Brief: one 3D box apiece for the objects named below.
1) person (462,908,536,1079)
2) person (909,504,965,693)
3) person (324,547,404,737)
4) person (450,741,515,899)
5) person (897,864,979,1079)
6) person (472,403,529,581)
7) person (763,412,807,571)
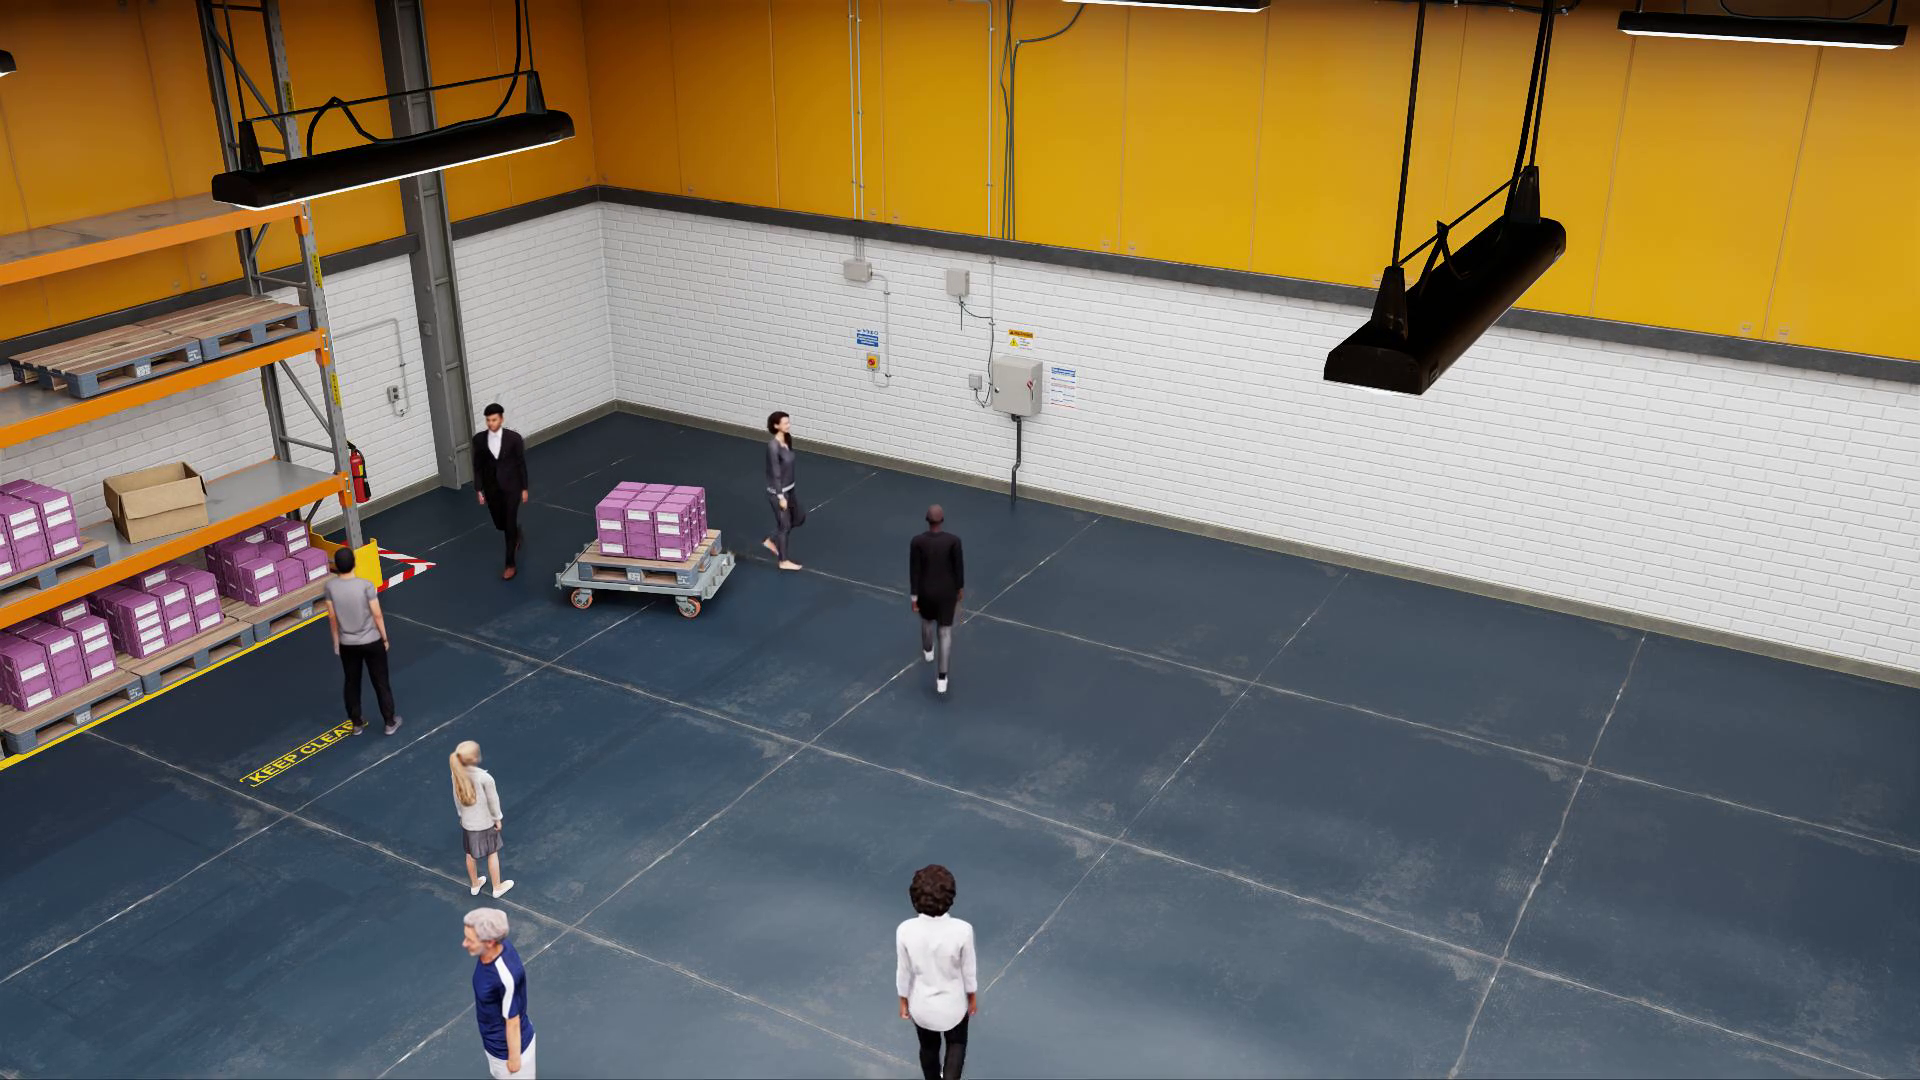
[{"bbox_3d":[-2.622,2.883,9.658,0.704,1.833,0.708,-15,28,-30],"label":"person"},{"bbox_3d":[-0.204,0.558,15.130,1.033,1.709,1.281,0,24,0],"label":"person"},{"bbox_3d":[-5.180,0.869,14.362,0.696,1.754,0.705,0,24,0],"label":"person"},{"bbox_3d":[-3.552,2.049,12.262,0.565,1.275,0.587,6,24,13],"label":"person"},{"bbox_3d":[-0.130,2.778,9.942,0.865,1.797,1.015,2,24,4],"label":"person"},{"bbox_3d":[-4.797,-0.576,17.539,1.073,1.858,1.257,0,24,0],"label":"person"},{"bbox_3d":[-1.949,-0.517,17.530,0.779,1.758,0.732,5,24,12],"label":"person"}]
